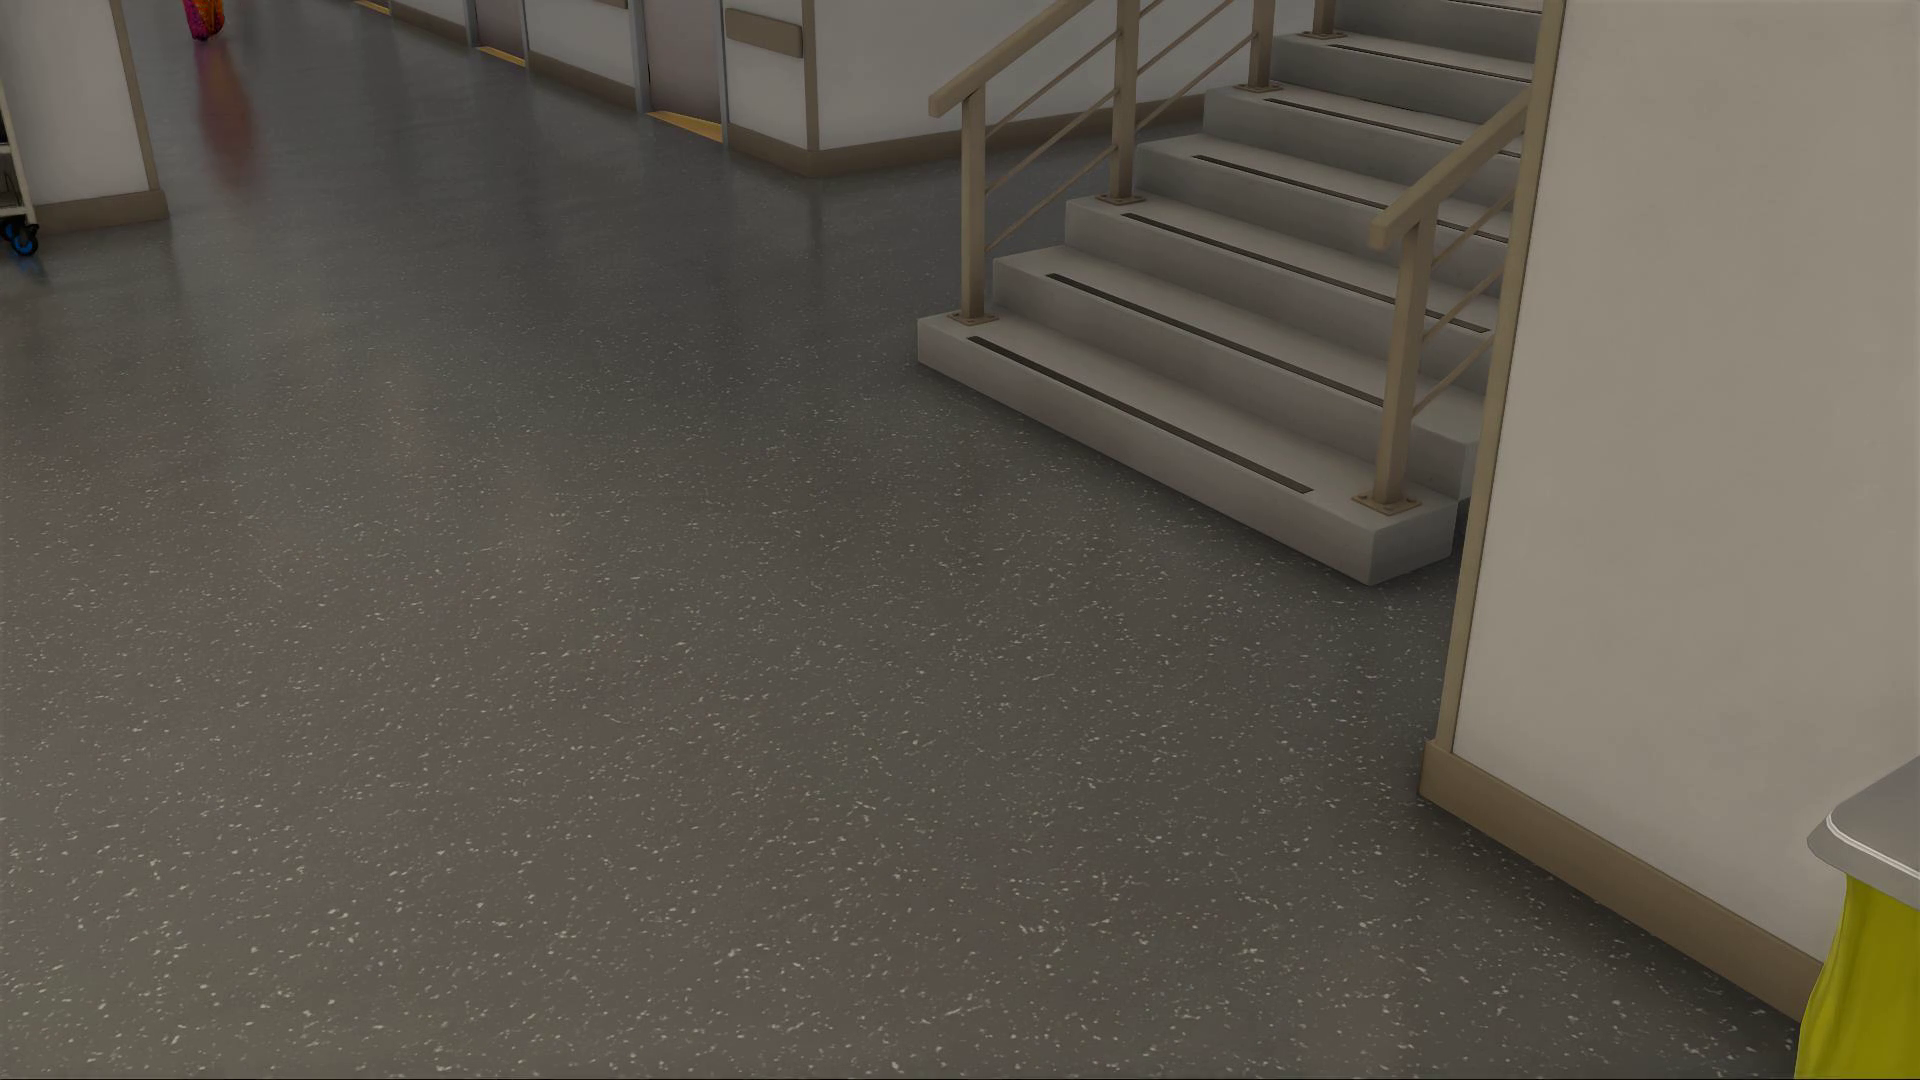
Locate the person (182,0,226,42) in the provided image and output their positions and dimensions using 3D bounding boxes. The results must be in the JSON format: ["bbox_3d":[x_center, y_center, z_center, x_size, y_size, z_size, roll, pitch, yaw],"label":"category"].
[{"bbox_3d":[-6.766,-5.258,14.622,1.054,1.673,0.822,-13,29,-25],"label":"person"}]
